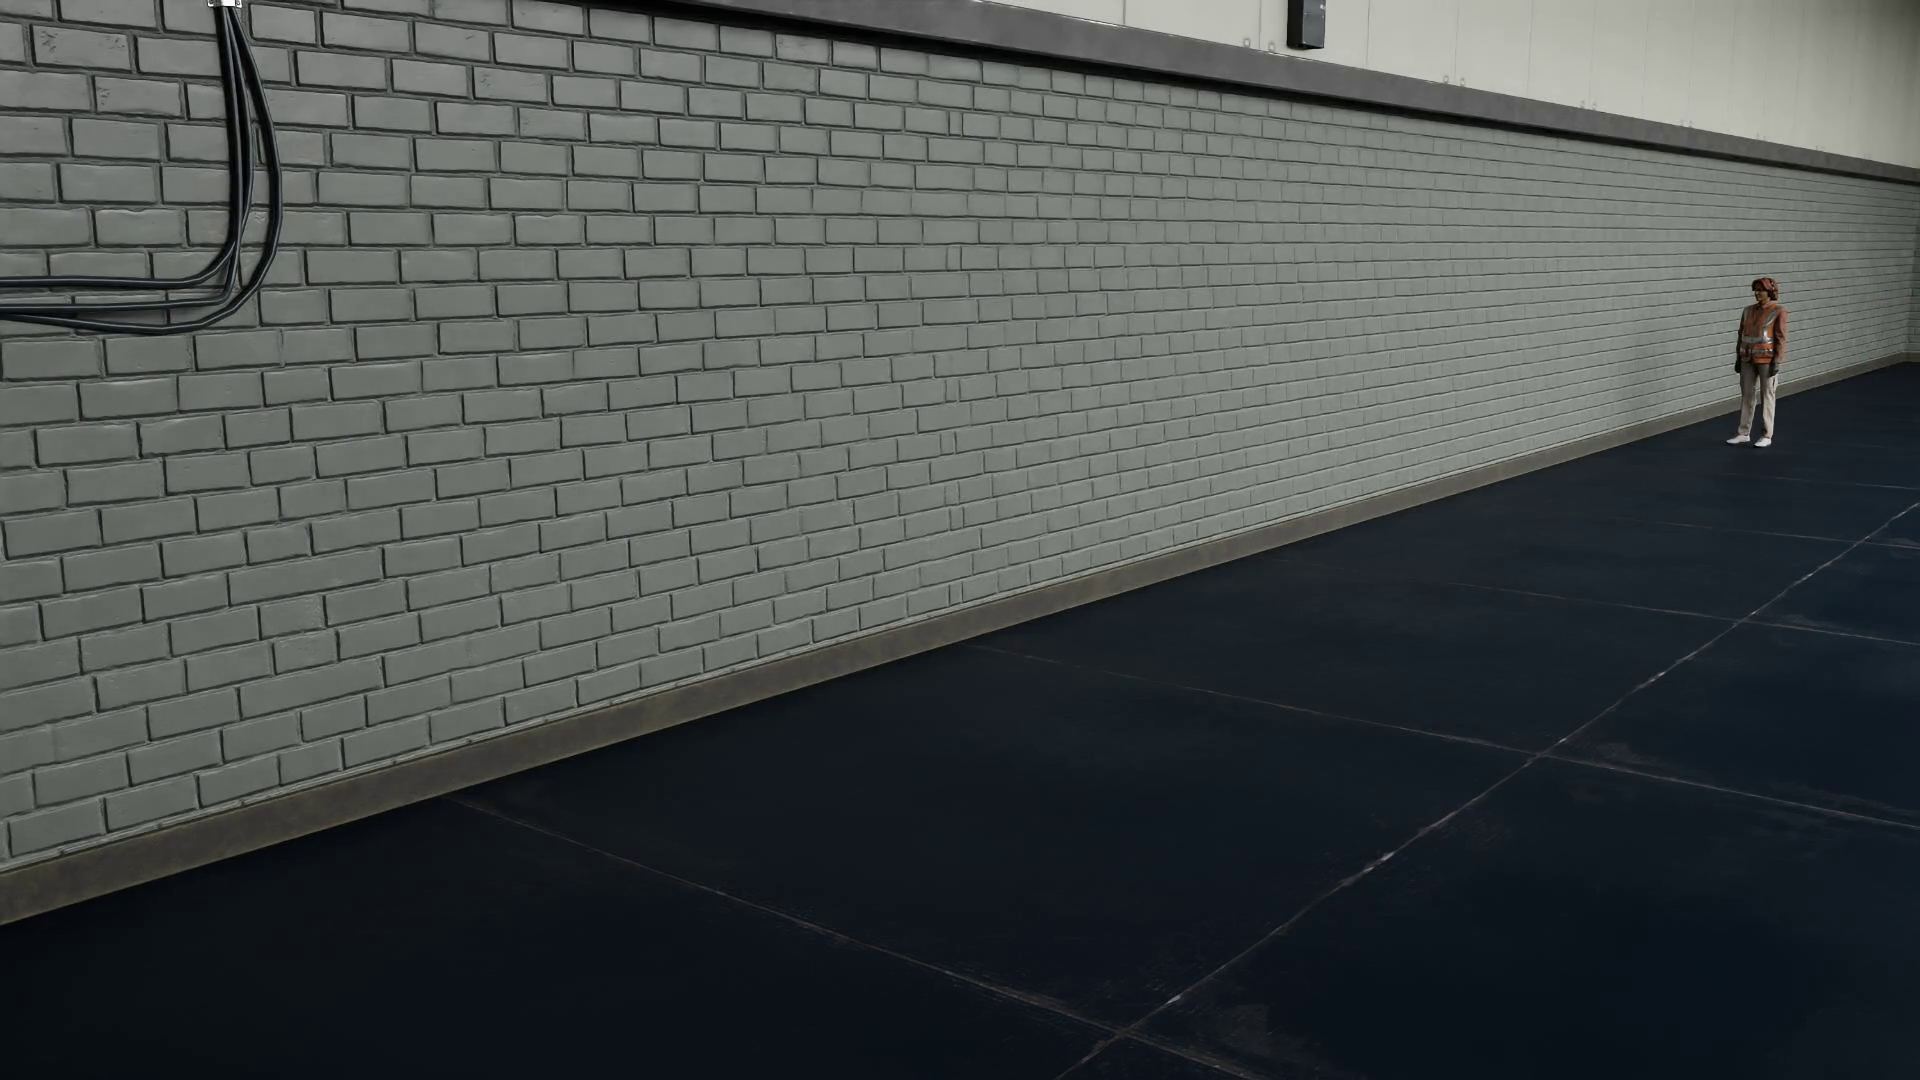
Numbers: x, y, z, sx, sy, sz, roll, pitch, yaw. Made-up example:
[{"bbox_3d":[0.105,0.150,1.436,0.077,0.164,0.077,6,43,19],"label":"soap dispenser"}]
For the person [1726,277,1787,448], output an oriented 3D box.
[{"bbox_3d":[7.793,-1.731,16.216,0.308,1.641,0.514,-5,11,-26],"label":"person"}]
